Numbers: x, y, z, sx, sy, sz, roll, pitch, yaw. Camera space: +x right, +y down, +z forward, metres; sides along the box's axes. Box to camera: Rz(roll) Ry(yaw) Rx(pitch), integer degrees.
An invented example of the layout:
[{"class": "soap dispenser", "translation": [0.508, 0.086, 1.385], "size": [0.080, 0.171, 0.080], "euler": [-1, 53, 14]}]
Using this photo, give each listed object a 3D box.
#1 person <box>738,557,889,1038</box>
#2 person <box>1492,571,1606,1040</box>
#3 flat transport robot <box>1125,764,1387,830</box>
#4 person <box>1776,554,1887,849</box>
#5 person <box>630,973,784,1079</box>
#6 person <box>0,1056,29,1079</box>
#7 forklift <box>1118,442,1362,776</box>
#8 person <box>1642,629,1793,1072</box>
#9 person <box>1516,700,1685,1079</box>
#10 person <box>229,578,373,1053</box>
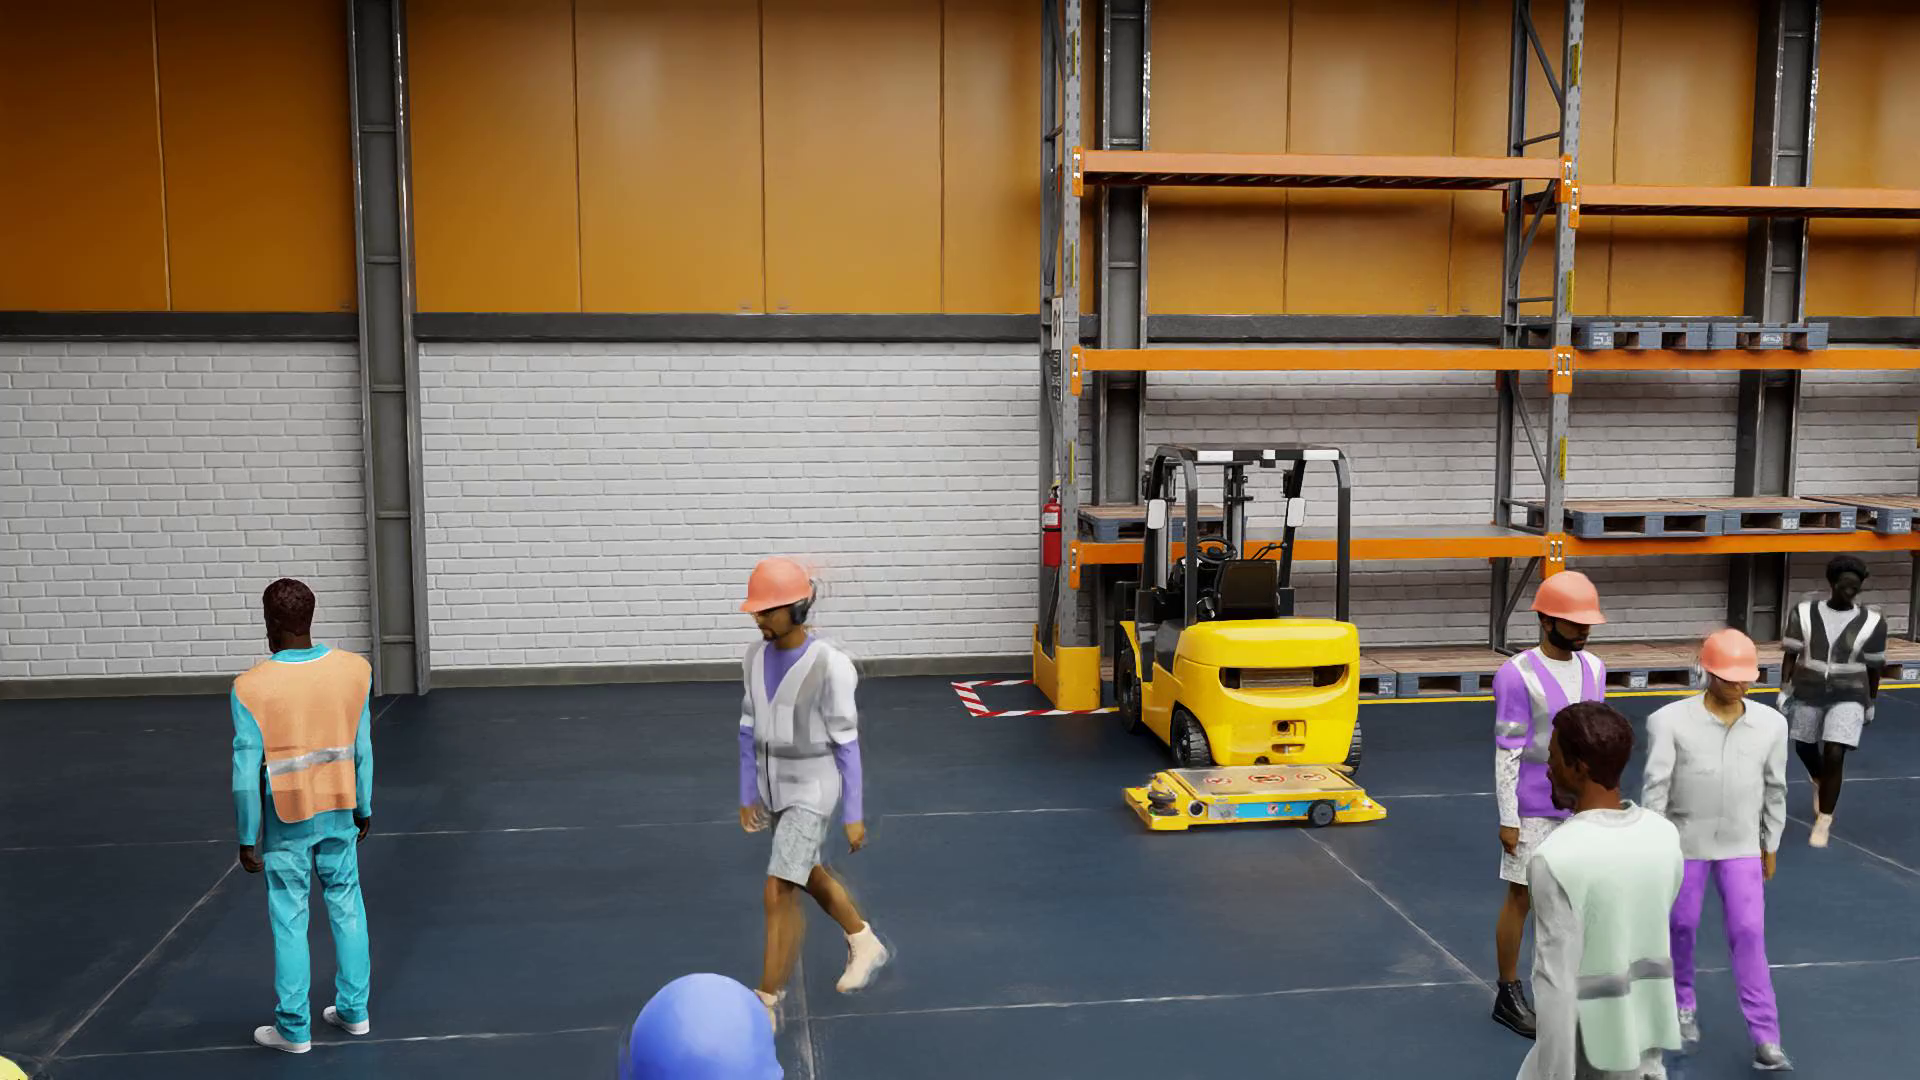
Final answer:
[{"class": "person", "translation": [-0.645, 1.039, 6.984], "size": [0.611, 1.994, 1.038], "euler": [6, 9, 44]}, {"class": "person", "translation": [2.446, 1.082, 6.839], "size": [0.544, 1.930, 0.388], "euler": [-3, 7, -24]}, {"class": "flat transport robot", "translation": [1.770, 1.537, 10.037], "size": [1.431, 0.197, 0.652], "euler": [-1, 7, -8]}, {"class": "person", "translation": [5.049, 0.889, 9.630], "size": [0.527, 1.668, 0.788], "euler": [5, 8, 37]}, {"class": "person", "translation": [-0.331, 1.590, 2.412], "size": [0.628, 1.917, 0.438], "euler": [2, 7, 20]}, {"class": "person", "translation": [-1.439, 1.650, 2.731], "size": [0.774, 1.736, 0.535], "euler": [-1, 7, -7]}, {"class": "forklift", "translation": [1.912, 0.418, 11.496], "size": [1.214, 2.155, 2.313], "euler": [-1, 7, -8]}, {"class": "person", "translation": [3.000, 1.216, 6.550], "size": [0.585, 1.714, 0.829], "euler": [1, 7, 9]}, {"class": "person", "translation": [1.740, 1.365, 4.626], "size": [0.615, 1.867, 0.996], "euler": [-4, 8, -32]}, {"class": "person", "translation": [-2.634, 1.107, 6.713], "size": [0.397, 1.911, 0.587], "euler": [5, 8, 40]}]
